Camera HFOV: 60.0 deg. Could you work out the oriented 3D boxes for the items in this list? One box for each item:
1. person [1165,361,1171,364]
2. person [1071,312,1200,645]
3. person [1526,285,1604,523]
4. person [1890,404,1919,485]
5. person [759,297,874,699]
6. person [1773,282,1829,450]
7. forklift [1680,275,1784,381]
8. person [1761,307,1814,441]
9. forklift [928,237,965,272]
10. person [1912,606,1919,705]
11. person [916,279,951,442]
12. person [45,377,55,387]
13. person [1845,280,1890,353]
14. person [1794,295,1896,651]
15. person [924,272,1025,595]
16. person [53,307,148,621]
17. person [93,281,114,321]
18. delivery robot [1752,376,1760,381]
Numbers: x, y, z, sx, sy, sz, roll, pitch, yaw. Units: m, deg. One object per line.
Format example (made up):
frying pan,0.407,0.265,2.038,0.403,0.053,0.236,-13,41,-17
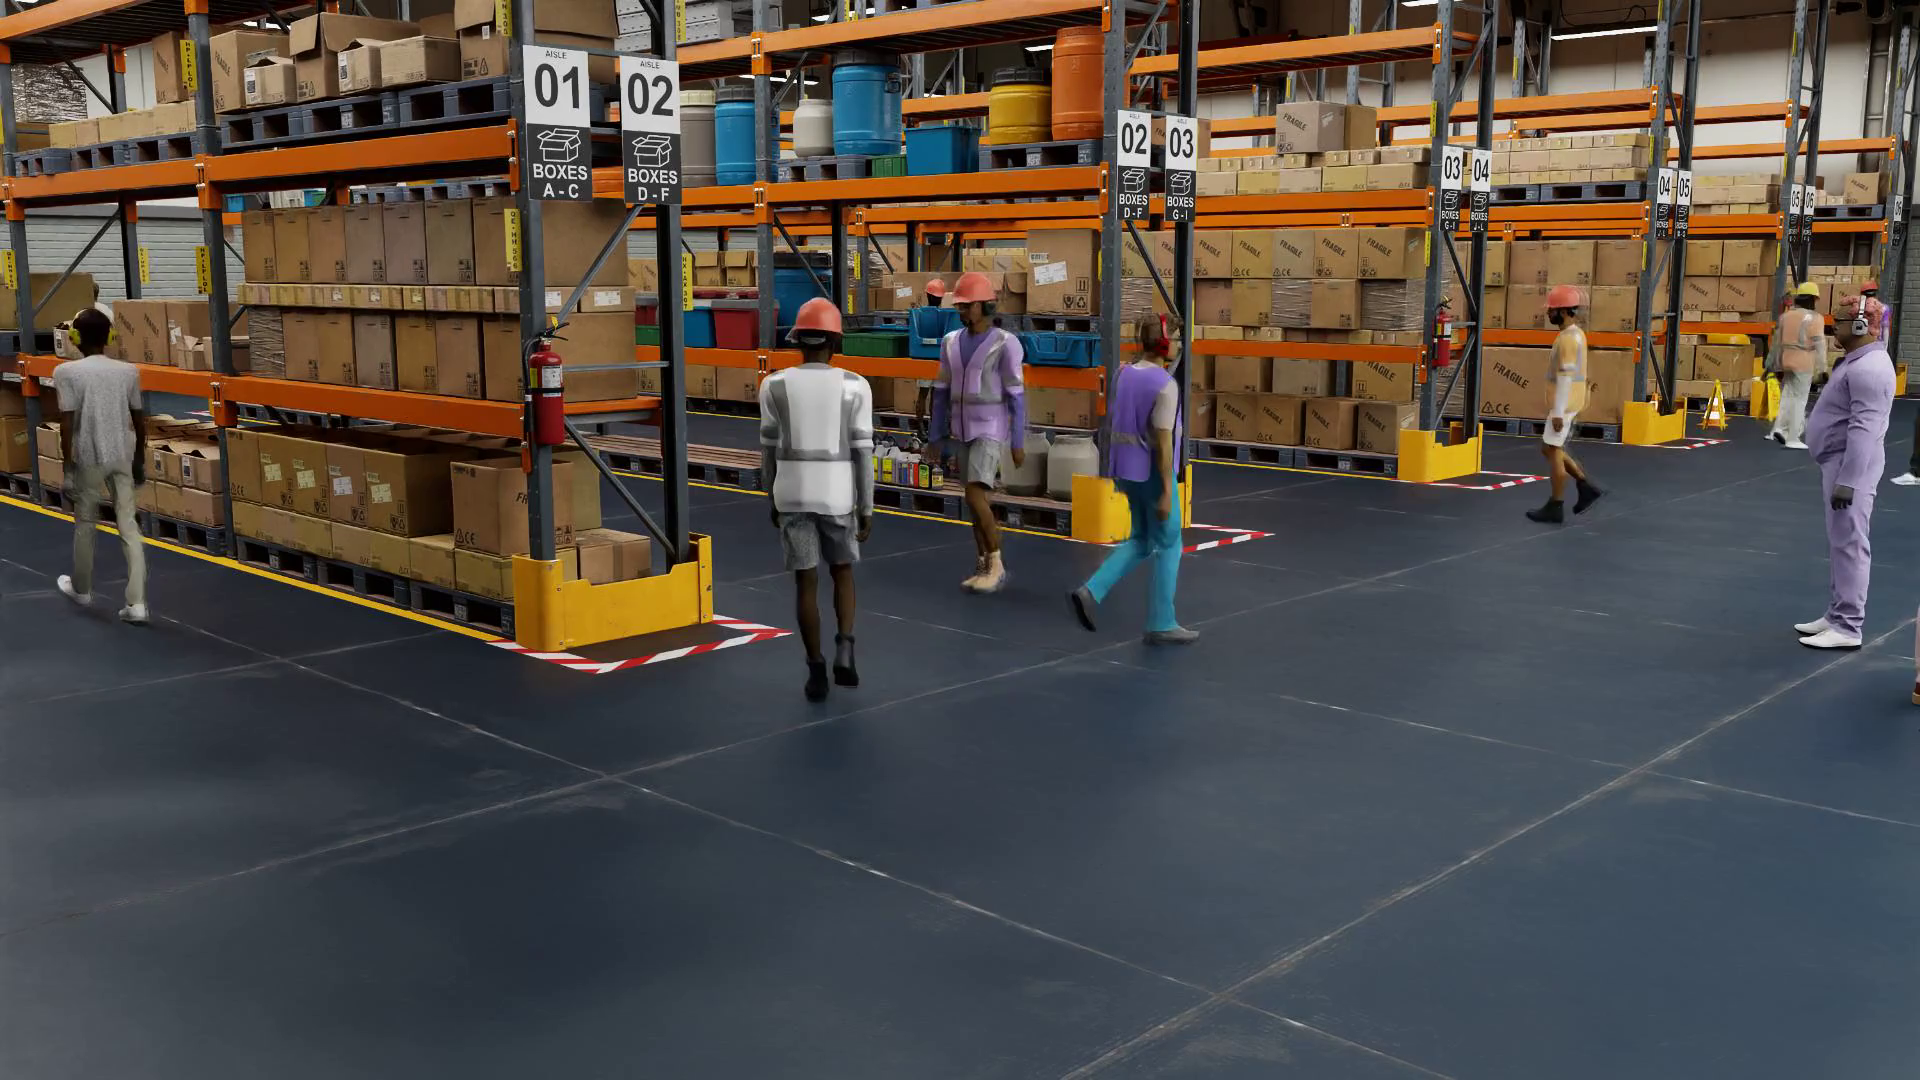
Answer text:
person,3.033,-2.708,23.304,0.621,1.928,0.444,-9,13,-44
person,0.984,-0.326,9.049,0.627,1.820,0.580,-4,10,-22
person,4.914,-1.099,13.475,0.487,1.924,0.580,4,10,25
person,9.470,-1.462,15.844,0.909,1.888,0.597,0,9,-2
person,-0.688,-0.199,7.998,0.538,1.916,0.420,-1,9,-4
person,9.603,-1.984,18.973,0.432,1.902,0.621,-2,9,-12
forklift,12.480,-3.427,27.053,1.214,2.155,2.313,9,13,43
person,10.066,-2.016,20.103,0.869,1.594,0.514,-4,10,-26
forklift,-0.326,-5.817,39.609,1.129,2.768,1.873,9,13,43
person,4.733,-0.213,7.826,0.376,1.995,0.609,7,11,36
person,-0.314,-2.145,19.883,0.374,1.928,0.542,9,13,42
person,-12.260,-2.618,22.572,0.612,1.995,0.379,-7,12,-37
person,13.376,-2.889,24.547,0.562,1.903,0.674,7,12,37
person,4.812,-0.368,9.048,0.410,1.909,0.643,4,10,24
person,0.082,-0.660,10.459,0.617,2.023,0.538,9,13,44
person,-5.077,-0.450,9.818,0.975,1.813,0.559,8,12,42
person,-9.699,-1.951,18.658,0.373,1.940,0.628,0,9,-2
delivery robot,11.858,-2.401,25.489,0.707,0.478,0.477,5,10,27
